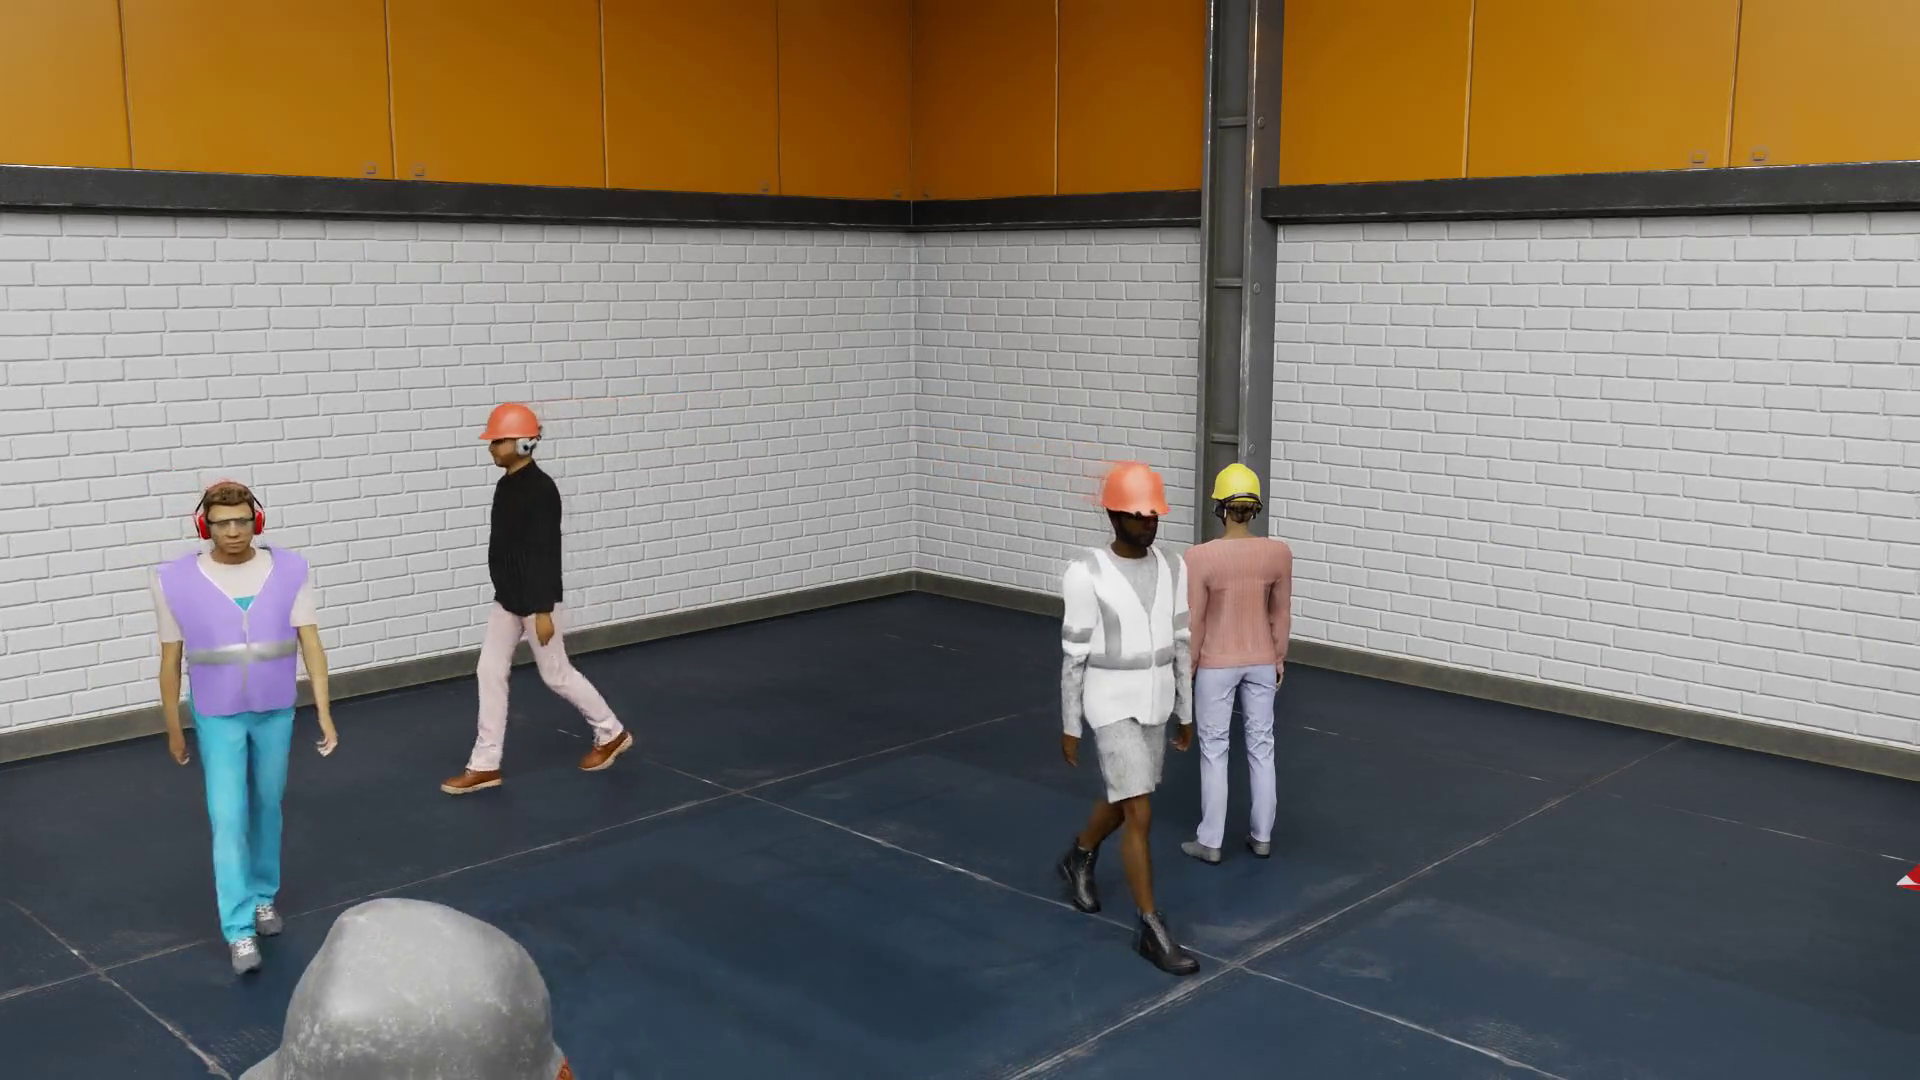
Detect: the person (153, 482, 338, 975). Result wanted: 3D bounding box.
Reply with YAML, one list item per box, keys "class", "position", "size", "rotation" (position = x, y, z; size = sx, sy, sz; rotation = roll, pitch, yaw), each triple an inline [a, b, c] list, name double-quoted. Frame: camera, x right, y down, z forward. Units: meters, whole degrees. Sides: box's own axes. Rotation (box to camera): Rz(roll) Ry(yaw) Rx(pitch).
- class: "person"
  position: [-2.664, 0.691, 6.279]
  size: [0.571, 1.815, 0.825]
  rotation: [-7, 12, -36]

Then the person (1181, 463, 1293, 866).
- class: "person"
  position: [1.196, 0.547, 7.303]
  size: [0.525, 1.769, 0.316]
  rotation: [-3, 10, -16]

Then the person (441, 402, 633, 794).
- class: "person"
  position: [-2.140, 0.273, 8.412]
  size: [0.973, 1.958, 0.623]
  rotation: [-8, 12, -39]

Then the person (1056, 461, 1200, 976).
- class: "person"
  position: [0.626, 0.624, 6.430]
  size: [0.553, 1.903, 0.941]
  rotation: [-6, 11, -31]
